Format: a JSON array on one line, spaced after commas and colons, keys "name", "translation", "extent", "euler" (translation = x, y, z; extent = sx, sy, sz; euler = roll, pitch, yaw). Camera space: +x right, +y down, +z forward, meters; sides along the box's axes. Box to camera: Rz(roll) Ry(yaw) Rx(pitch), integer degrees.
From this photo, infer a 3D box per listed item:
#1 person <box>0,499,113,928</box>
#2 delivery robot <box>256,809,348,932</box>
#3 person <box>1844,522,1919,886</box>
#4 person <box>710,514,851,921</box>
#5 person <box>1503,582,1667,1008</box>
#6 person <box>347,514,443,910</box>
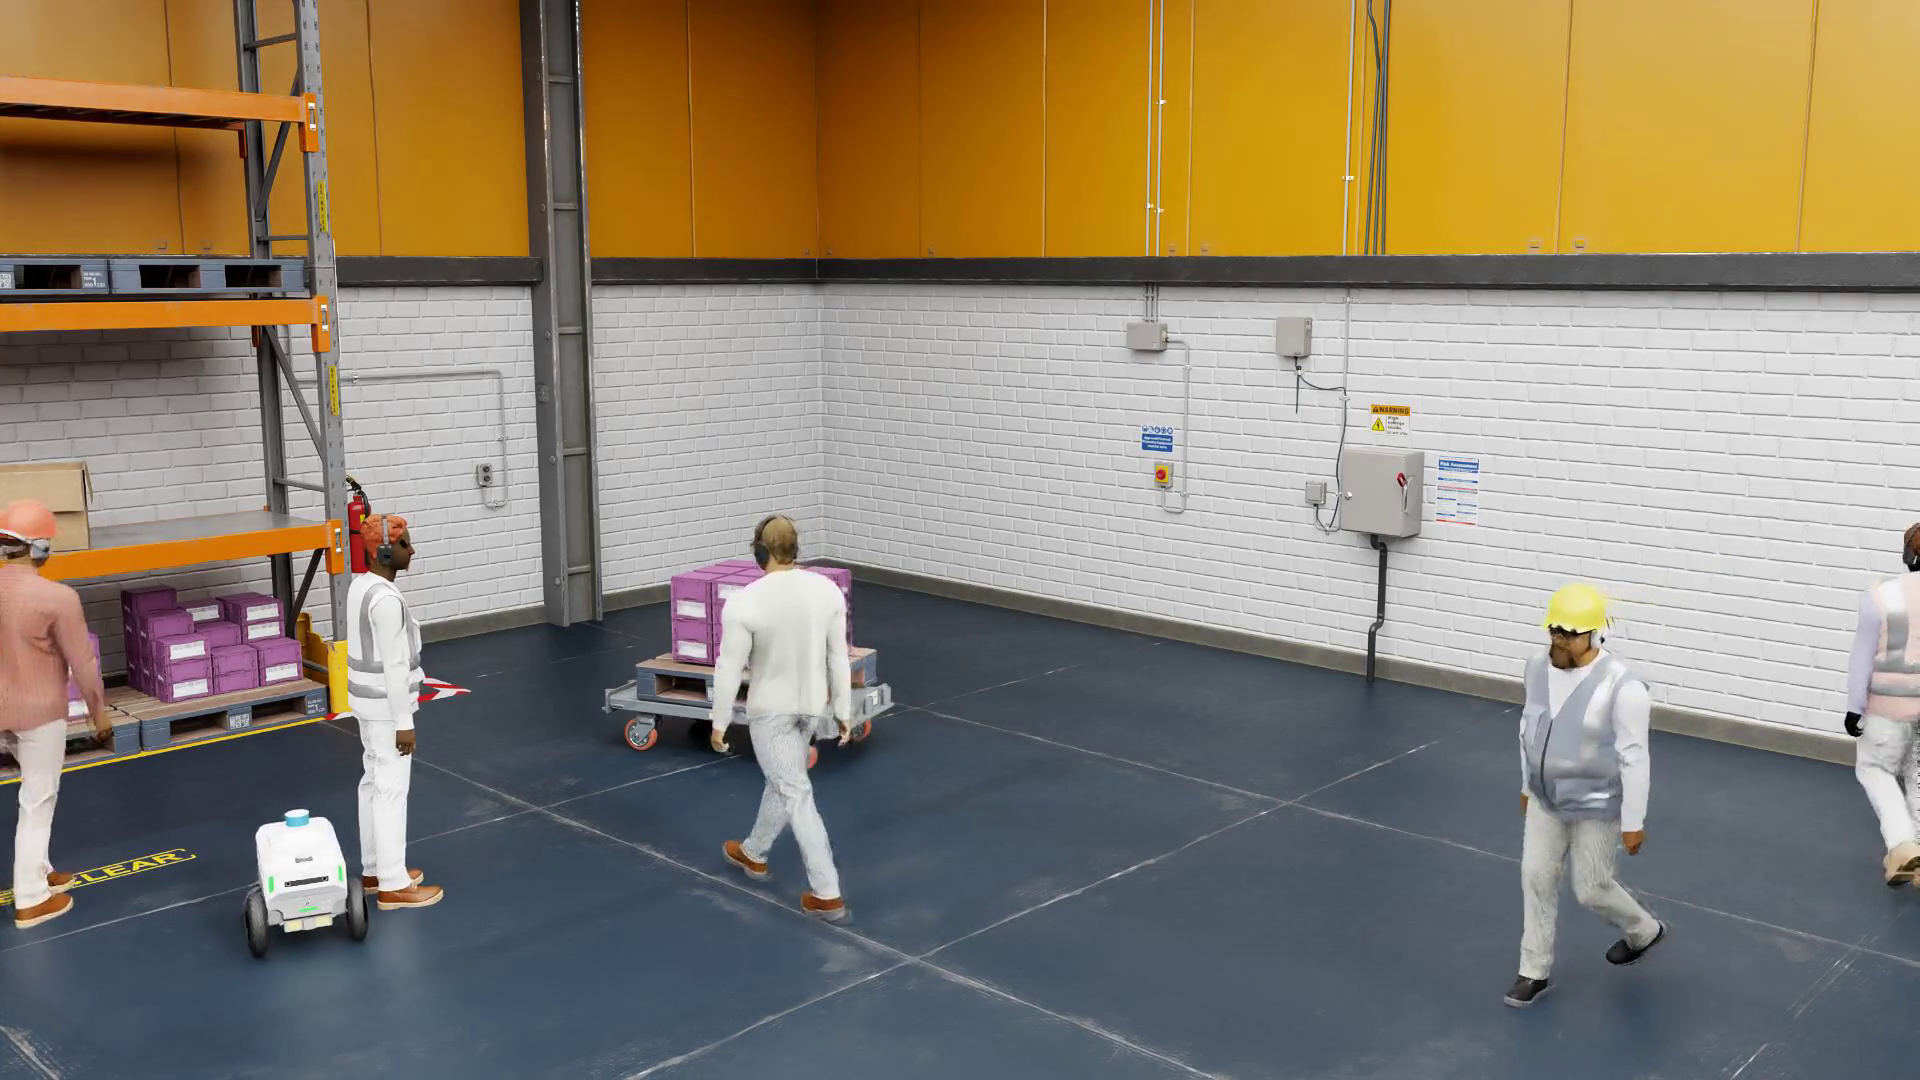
[{"name": "person", "translation": [-4.289, 0.789, 7.796], "extent": [0.600, 1.969, 0.666], "euler": [3, 10, 18]}, {"name": "delivery robot", "translation": [-3.021, 1.478, 7.616], "extent": [0.477, 0.478, 0.707], "euler": [-4, 10, -26]}, {"name": "person", "translation": [4.652, 0.818, 8.073], "extent": [0.643, 1.823, 0.541], "euler": [1, 9, 8]}, {"name": "person", "translation": [-0.859, 0.816, 7.926], "extent": [0.645, 1.881, 1.043], "euler": [-8, 12, -40]}, {"name": "person", "translation": [2.610, 1.031, 6.861], "extent": [0.699, 1.799, 0.634], "euler": [-6, 11, -31]}, {"name": "person", "translation": [-2.732, 0.810, 7.939], "extent": [0.339, 1.882, 0.581], "euler": [-6, 11, -33]}]
